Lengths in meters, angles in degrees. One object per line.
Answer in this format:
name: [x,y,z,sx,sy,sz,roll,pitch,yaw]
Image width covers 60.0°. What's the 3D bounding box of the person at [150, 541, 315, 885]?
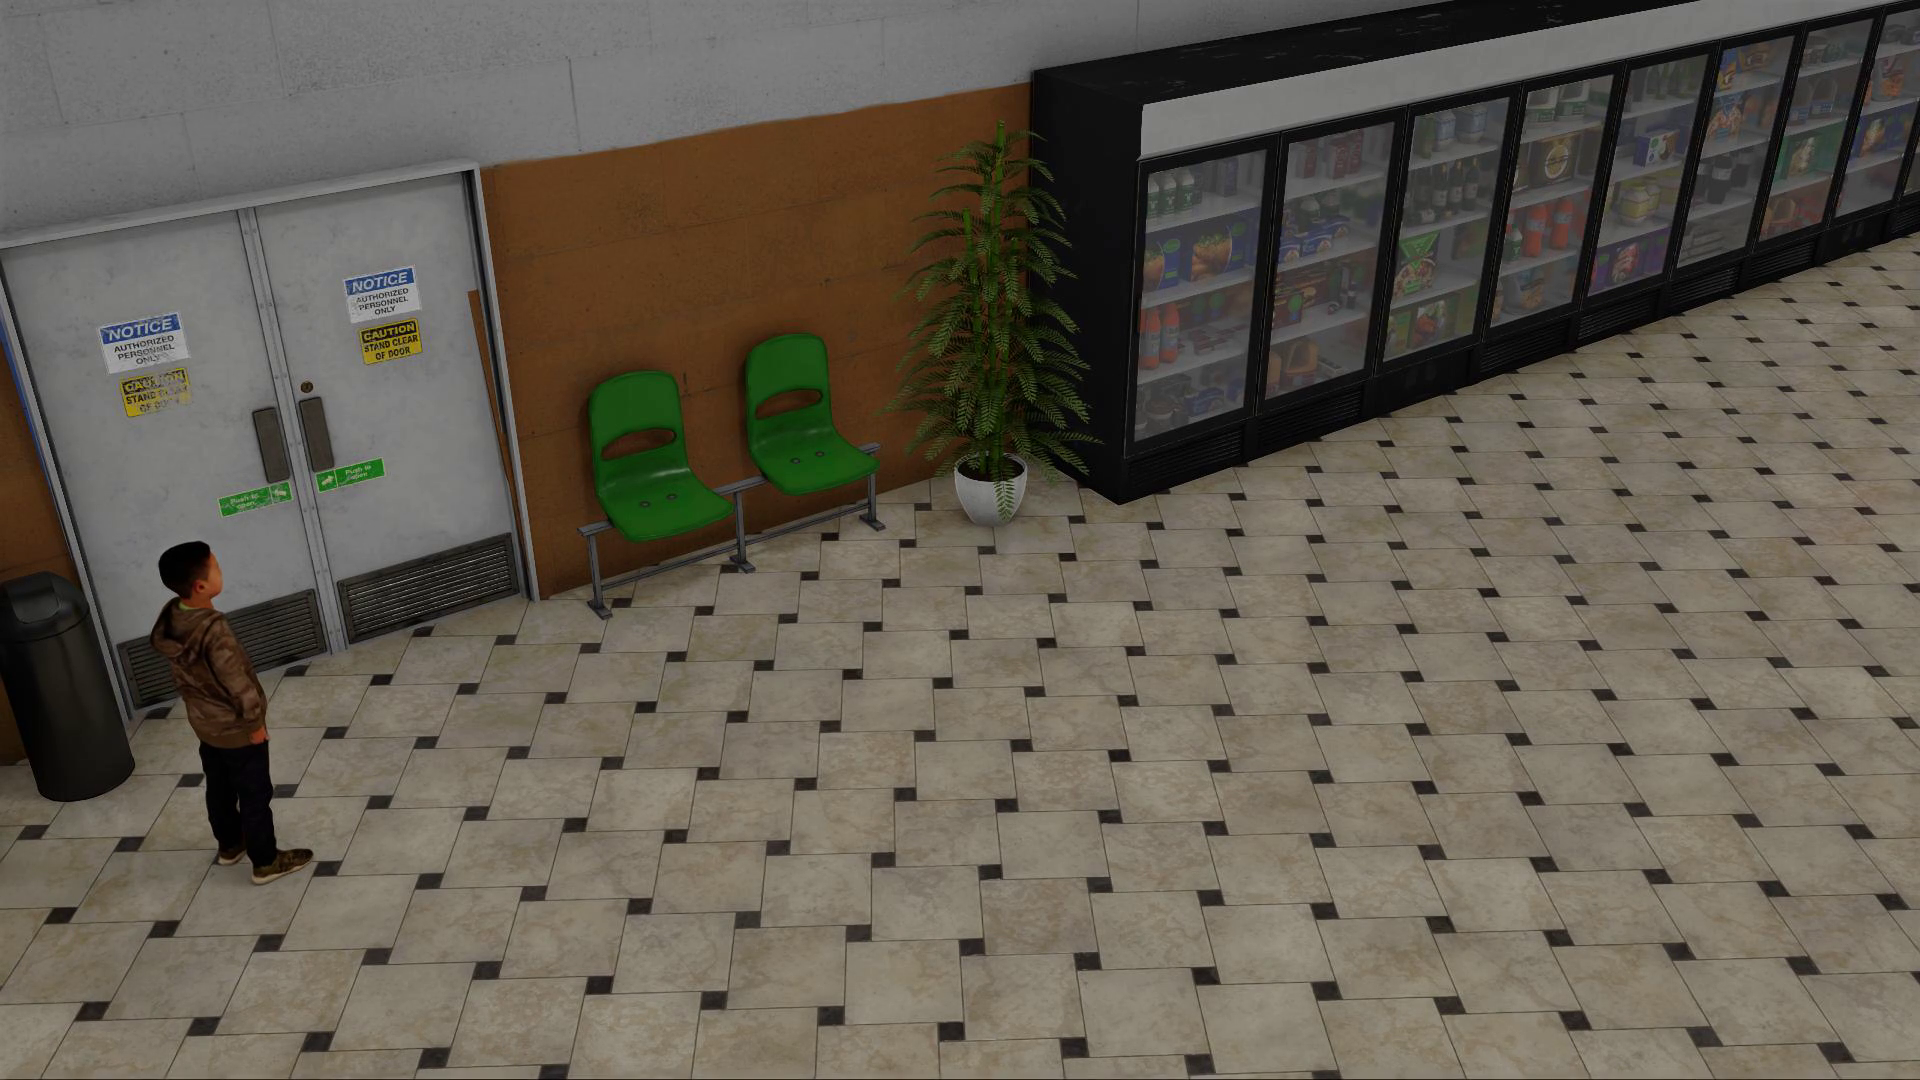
person: [-2.860,0.667,6.443,0.611,1.454,0.721,18,33,29]
